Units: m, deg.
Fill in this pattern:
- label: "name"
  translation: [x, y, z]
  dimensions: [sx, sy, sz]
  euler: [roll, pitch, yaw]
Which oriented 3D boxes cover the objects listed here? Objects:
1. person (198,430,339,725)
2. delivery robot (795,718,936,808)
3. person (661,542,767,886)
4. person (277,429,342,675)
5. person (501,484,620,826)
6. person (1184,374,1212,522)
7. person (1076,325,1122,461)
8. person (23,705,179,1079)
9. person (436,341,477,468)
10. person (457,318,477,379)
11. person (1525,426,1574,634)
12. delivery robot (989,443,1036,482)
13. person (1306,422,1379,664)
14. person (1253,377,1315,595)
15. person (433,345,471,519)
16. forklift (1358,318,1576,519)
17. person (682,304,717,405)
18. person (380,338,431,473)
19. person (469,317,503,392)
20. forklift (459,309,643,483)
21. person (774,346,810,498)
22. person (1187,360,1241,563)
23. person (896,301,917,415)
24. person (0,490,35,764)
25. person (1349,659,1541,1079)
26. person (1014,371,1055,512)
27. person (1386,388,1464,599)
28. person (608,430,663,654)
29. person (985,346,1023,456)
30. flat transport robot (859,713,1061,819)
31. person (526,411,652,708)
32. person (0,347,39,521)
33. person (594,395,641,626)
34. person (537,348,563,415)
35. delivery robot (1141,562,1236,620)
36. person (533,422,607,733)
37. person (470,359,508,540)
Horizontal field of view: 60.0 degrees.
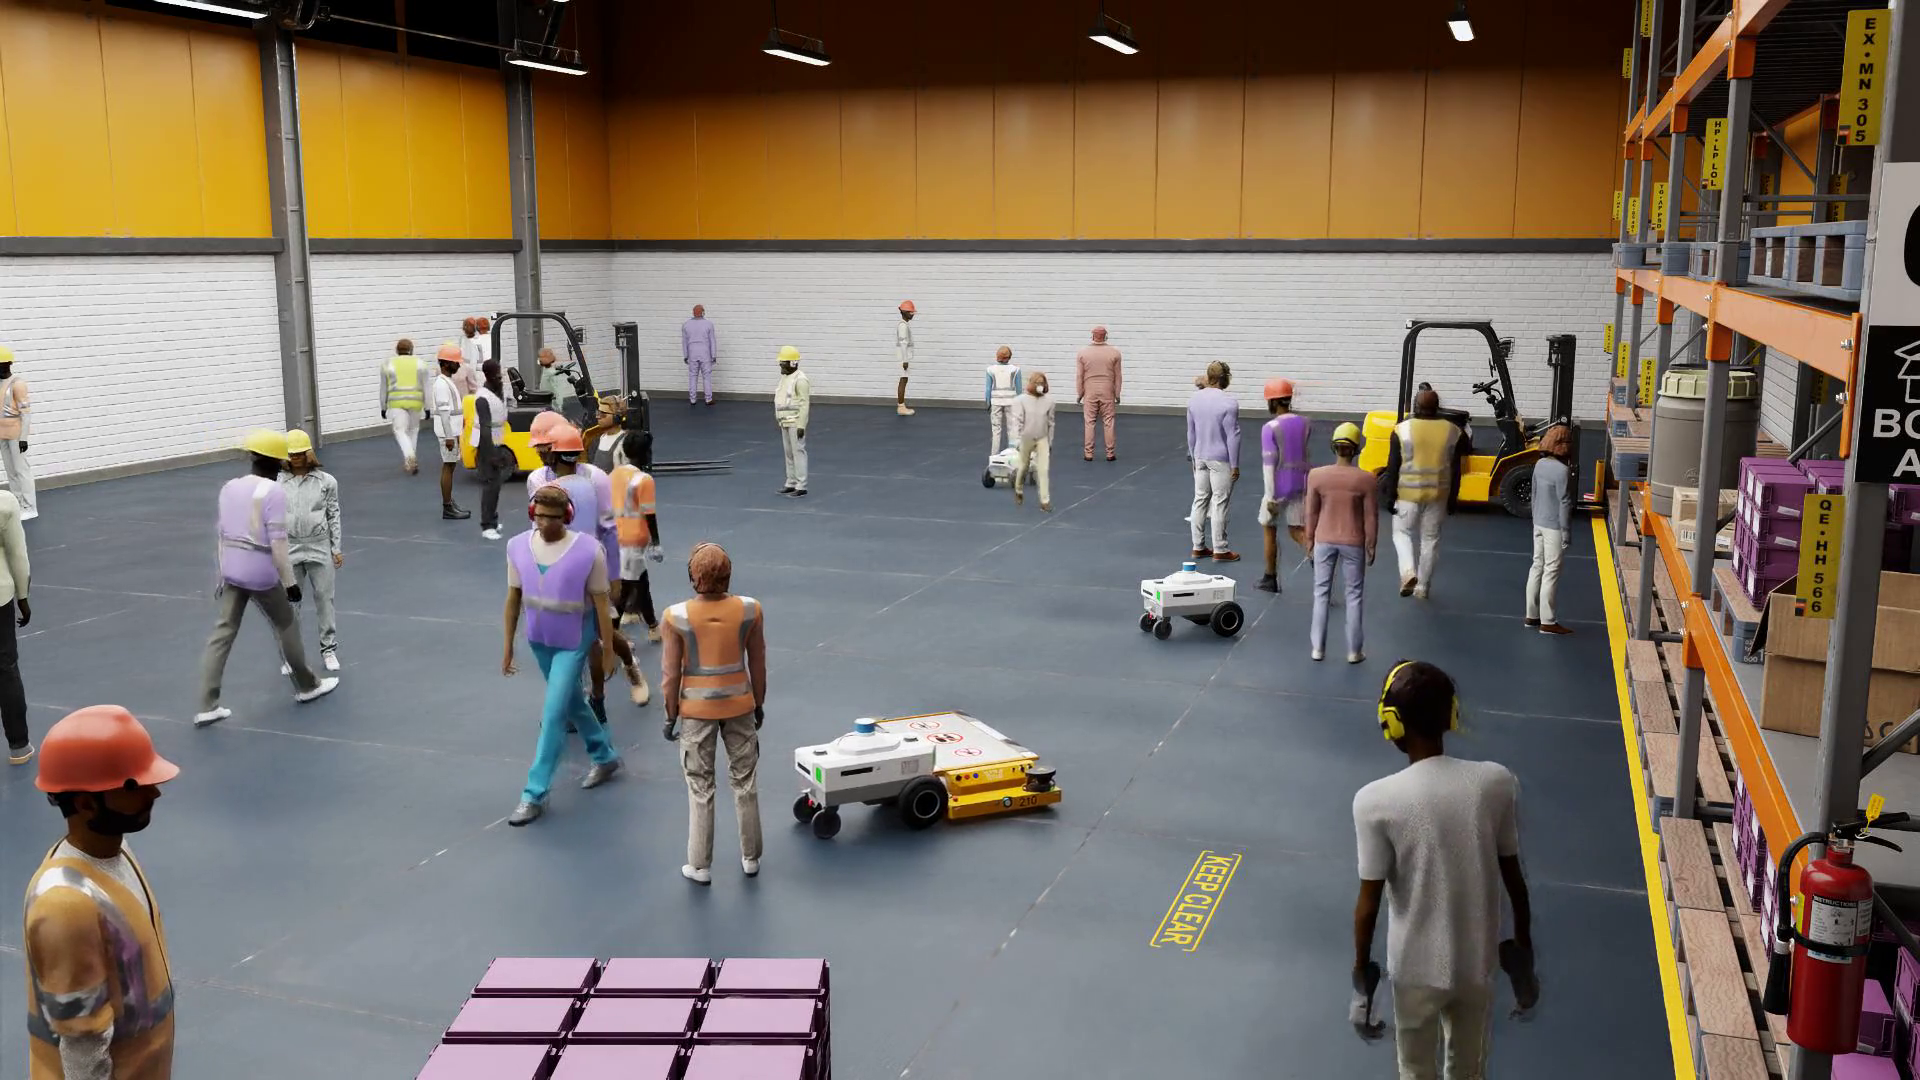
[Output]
- label: "person"
  translation: [-4.511, 0.224, 10.747]
  dimensions: [0.599, 1.828, 1.050]
  euler: [5, 11, 26]
- label: "delivery robot"
  translation: [-0.494, 1.177, 8.708]
  dimensions: [0.707, 0.478, 0.477]
  euler: [-5, 11, -26]
- label: "person"
  translation: [-1.161, 0.824, 7.903]
  dimensions: [0.513, 1.642, 0.313]
  euler: [-4, 11, -22]
- label: "person"
  translation: [-4.640, 0.083, 11.790]
  dimensions: [0.494, 1.743, 0.309]
  euler: [-4, 11, -20]
- label: "person"
  translation: [-2.154, 0.567, 8.989]
  dimensions: [0.592, 1.790, 0.962]
  euler: [4, 11, 22]
- label: "person"
  translation: [2.683, -0.994, 18.170]
  dimensions: [0.530, 1.629, 0.353]
  euler: [-10, 14, -43]
- label: "person"
  translation: [1.951, -2.055, 23.369]
  dimensions: [0.643, 1.910, 0.400]
  euler: [1, 10, 6]
- label: "person"
  translation: [-2.069, 1.350, 4.106]
  dimensions: [0.375, 1.939, 0.546]
  euler: [-3, 11, -19]
- label: "person"
  translation: [-6.859, -1.859, 22.709]
  dimensions: [0.568, 1.742, 0.530]
  euler: [-2, 10, -9]
- label: "person"
  translation: [-7.891, -2.666, 26.965]
  dimensions: [0.605, 1.853, 0.665]
  euler: [3, 10, 16]
- label: "person"
  translation: [4.642, -0.084, 13.037]
  dimensions: [0.276, 1.633, 0.507]
  euler: [-1, 10, -8]
- label: "delivery robot"
  translation: [0.664, -0.978, 20.844]
  dimensions: [0.477, 0.478, 0.707]
  euler: [6, 12, 32]
- label: "person"
  translation: [2.774, 0.024, 12.097]
  dimensions: [0.524, 1.757, 0.348]
  euler: [4, 11, 22]
- label: "person"
  translation: [2.845, -0.442, 14.301]
  dimensions: [0.571, 1.910, 0.790]
  euler: [-6, 11, -29]
- label: "person"
  translation: [-5.649, -1.199, 18.470]
  dimensions: [0.361, 1.935, 0.544]
  euler: [-2, 10, -13]
- label: "forklift"
  translation: [5.787, -1.437, 19.079]
  dimensions: [2.313, 2.155, 1.214]
  euler: [3, 11, 19]
- label: "person"
  translation: [-4.927, -3.505, 31.536]
  dimensions: [0.651, 1.907, 0.409]
  euler: [1, 10, 5]
- label: "person"
  translation: [-7.369, -1.784, 22.137]
  dimensions: [0.633, 1.803, 0.816]
  euler: [-5, 11, -26]
- label: "person"
  translation: [-7.576, -2.616, 26.591]
  dimensions: [0.337, 1.882, 0.585]
  euler: [9, 14, 42]
- label: "forklift"
  translation: [-5.354, -1.902, 21.697]
  dimensions: [2.313, 2.155, 1.214]
  euler: [-2, 10, -13]
- label: "person"
  translation: [-2.027, -1.419, 20.008]
  dimensions: [0.404, 1.827, 0.600]
  euler: [-6, 12, -29]
- label: "person"
  translation: [2.444, -0.752, 15.948]
  dimensions: [0.372, 1.939, 0.630]
  euler: [-8, 13, -38]
- label: "person"
  translation: [-0.954, -3.254, 29.746]
  dimensions: [0.390, 2.039, 0.614]
  euler: [0, 10, -2]
- label: "person"
  translation: [-5.703, 0.345, 9.601]
  dimensions: [0.612, 1.997, 0.376]
  euler: [-7, 12, -33]
- label: "person"
  translation: [1.423, 1.270, 4.818]
  dimensions: [0.587, 1.844, 0.541]
  euler: [-2, 10, -13]
- label: "person"
  translation: [0.838, -1.154, 19.160]
  dimensions: [0.504, 1.600, 0.810]
  euler: [-2, 10, -12]
- label: "person"
  translation: [3.936, -0.370, 14.126]
  dimensions: [0.632, 1.827, 0.531]
  euler: [1, 10, 3]
- label: "person"
  translation: [-2.378, 0.006, 12.429]
  dimensions: [0.759, 1.650, 0.562]
  euler: [-8, 13, -38]
- label: "person"
  translation: [0.609, -1.863, 23.035]
  dimensions: [0.513, 1.642, 0.313]
  euler: [2, 10, 9]
- label: "flat transport robot"
  translation: [-0.046, 1.236, 9.442]
  dimensions: [0.652, 0.197, 1.431]
  euler: [-5, 11, -24]
- label: "person"
  translation: [-2.395, 0.163, 10.621]
  dimensions: [0.656, 2.012, 0.765]
  euler: [4, 11, 22]
- label: "person"
  translation: [-10.470, -1.169, 18.328]
  dimensions: [0.595, 1.923, 0.374]
  euler: [7, 12, 34]
- label: "person"
  translation: [-2.763, -0.236, 13.298]
  dimensions: [0.345, 1.847, 0.508]
  euler: [-8, 13, -39]
- label: "person"
  translation: [-5.773, -1.865, 23.176]
  dimensions: [0.731, 1.601, 0.503]
  euler: [-4, 11, -20]
- label: "delivery robot"
  translation: [1.783, 0.417, 12.989]
  dimensions: [0.707, 0.478, 0.477]
  euler: [-3, 11, -18]
- label: "person"
  translation: [-2.447, 0.233, 10.395]
  dimensions: [0.356, 1.937, 0.552]
  euler: [7, 12, 35]
- label: "person"
  translation: [-4.865, -0.956, 17.294]
  dimensions: [0.388, 1.874, 0.767]
  euler: [0, 10, -1]
